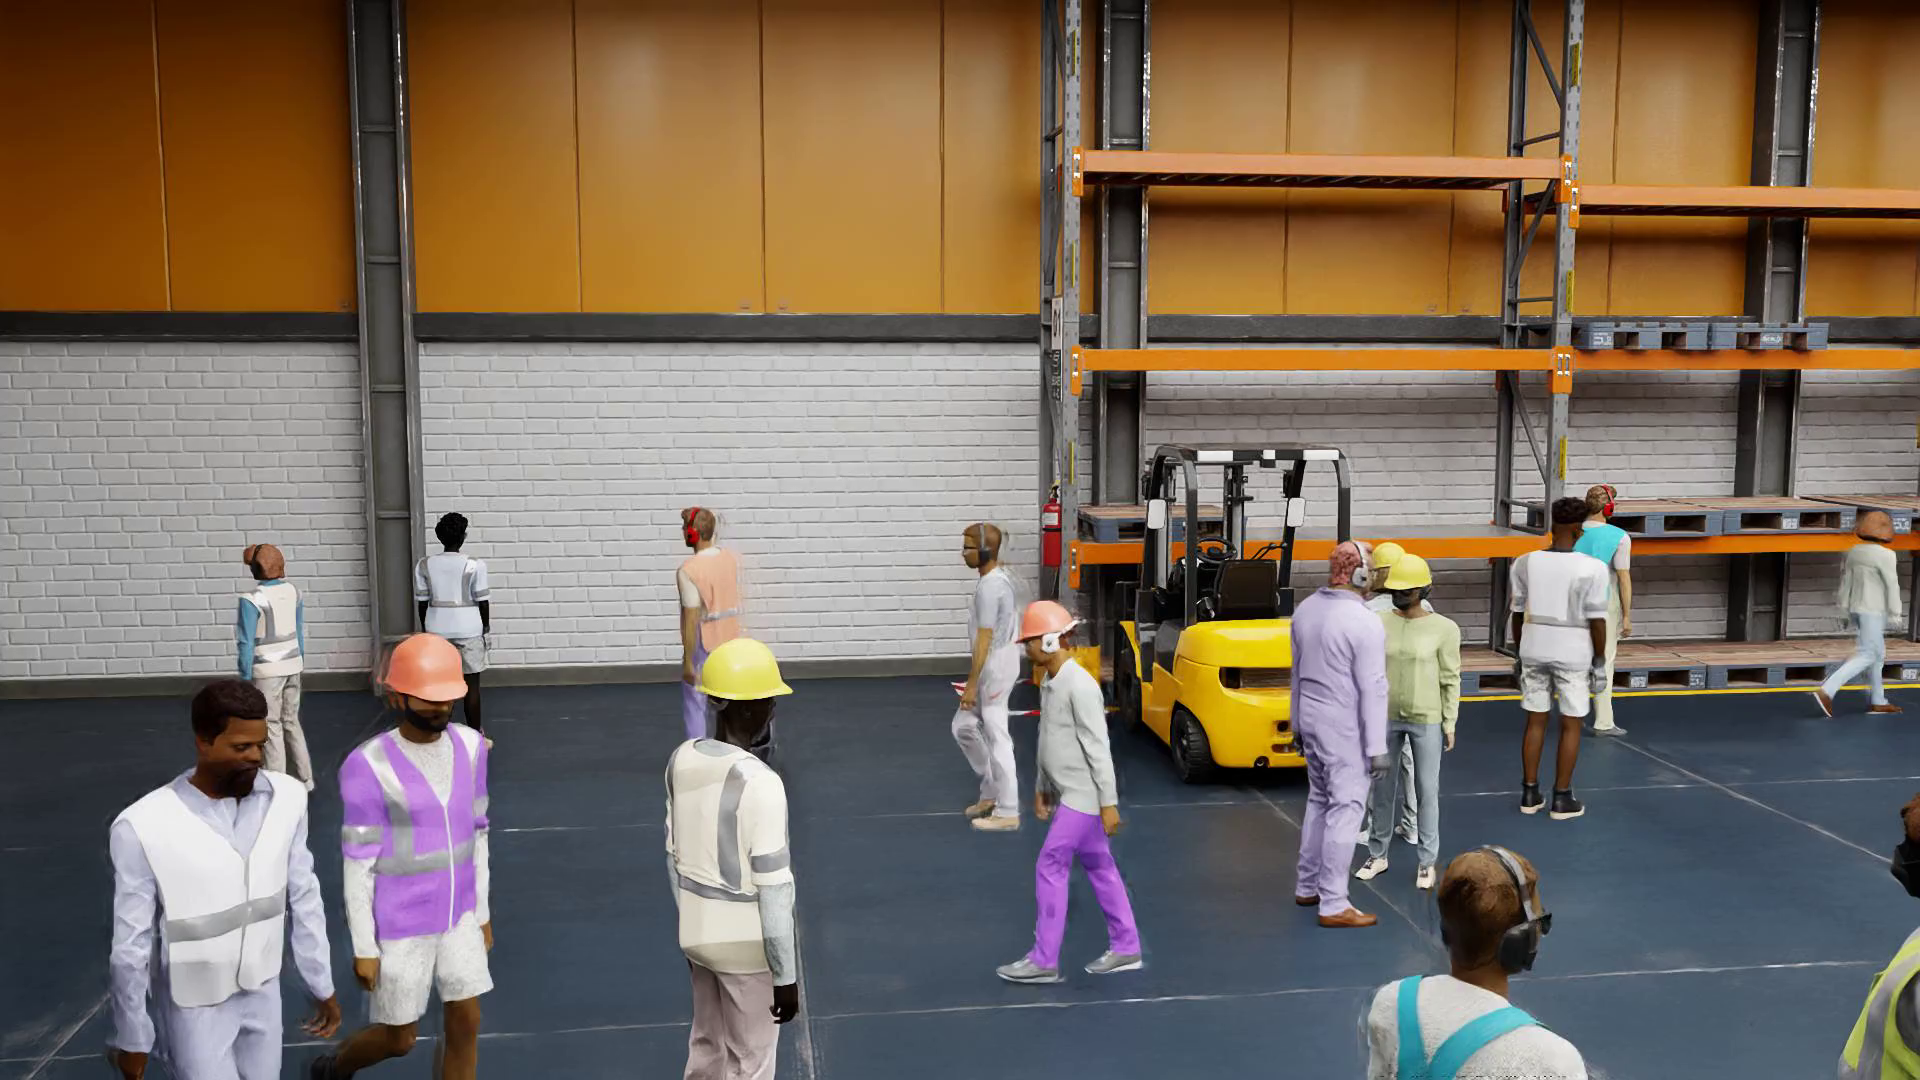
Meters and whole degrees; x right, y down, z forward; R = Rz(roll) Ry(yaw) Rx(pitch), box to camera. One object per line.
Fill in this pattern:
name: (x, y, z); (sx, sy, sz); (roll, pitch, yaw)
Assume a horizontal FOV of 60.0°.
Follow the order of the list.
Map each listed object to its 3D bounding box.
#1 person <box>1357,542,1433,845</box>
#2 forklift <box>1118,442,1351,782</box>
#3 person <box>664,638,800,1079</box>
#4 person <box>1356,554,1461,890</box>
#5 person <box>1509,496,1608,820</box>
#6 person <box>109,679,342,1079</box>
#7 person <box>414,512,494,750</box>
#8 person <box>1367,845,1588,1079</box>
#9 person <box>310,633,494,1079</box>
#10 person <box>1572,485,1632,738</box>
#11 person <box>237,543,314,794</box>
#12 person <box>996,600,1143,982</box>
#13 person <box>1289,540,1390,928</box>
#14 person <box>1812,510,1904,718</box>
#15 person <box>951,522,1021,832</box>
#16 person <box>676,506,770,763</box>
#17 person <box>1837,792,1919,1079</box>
person: (2.437, 0.879, 9.451); (0.484, 1.736, 0.308); (-3, 7, -22)
forklift: (1.912, 0.418, 11.496); (1.214, 2.155, 2.313); (-1, 7, -8)
person: (-0.696, 1.264, 5.250); (0.367, 1.927, 0.590); (-6, 9, -42)
person: (2.342, 0.947, 8.732); (0.533, 1.765, 0.322); (4, 8, 30)
person: (3.617, 0.703, 10.068); (0.452, 1.942, 0.618); (-6, 9, -44)
person: (-2.129, 1.330, 4.818); (0.445, 1.895, 0.599); (3, 7, 28)
person: (-3.518, 0.653, 11.596); (0.539, 1.696, 0.317); (0, 7, 4)
person: (1.172, 1.526, 3.479); (0.810, 1.814, 0.519); (-3, 7, -27)
person: (-1.879, 1.236, 5.611); (0.770, 1.909, 0.547); (4, 8, 33)
person: (4.615, 0.518, 12.124); (0.379, 1.844, 0.570); (-5, 8, -37)
person: (-4.255, 0.834, 10.301); (0.317, 1.630, 0.519); (2, 7, 14)
person: (0.471, 1.122, 7.465); (0.790, 1.696, 0.566); (-1, 7, -6)
person: (1.891, 0.946, 8.190); (0.399, 1.896, 0.658); (-2, 7, -18)
person: (6.913, 0.566, 12.742); (0.755, 1.603, 0.497); (0, 7, -3)
person: (0.148, 0.805, 9.727); (0.484, 1.829, 0.514); (0, 7, 0)
person: (-1.585, 0.695, 10.631); (0.608, 1.832, 0.578); (3, 7, 26)
person: (2.247, 1.469, 3.820); (0.430, 1.845, 0.619); (6, 9, 41)
